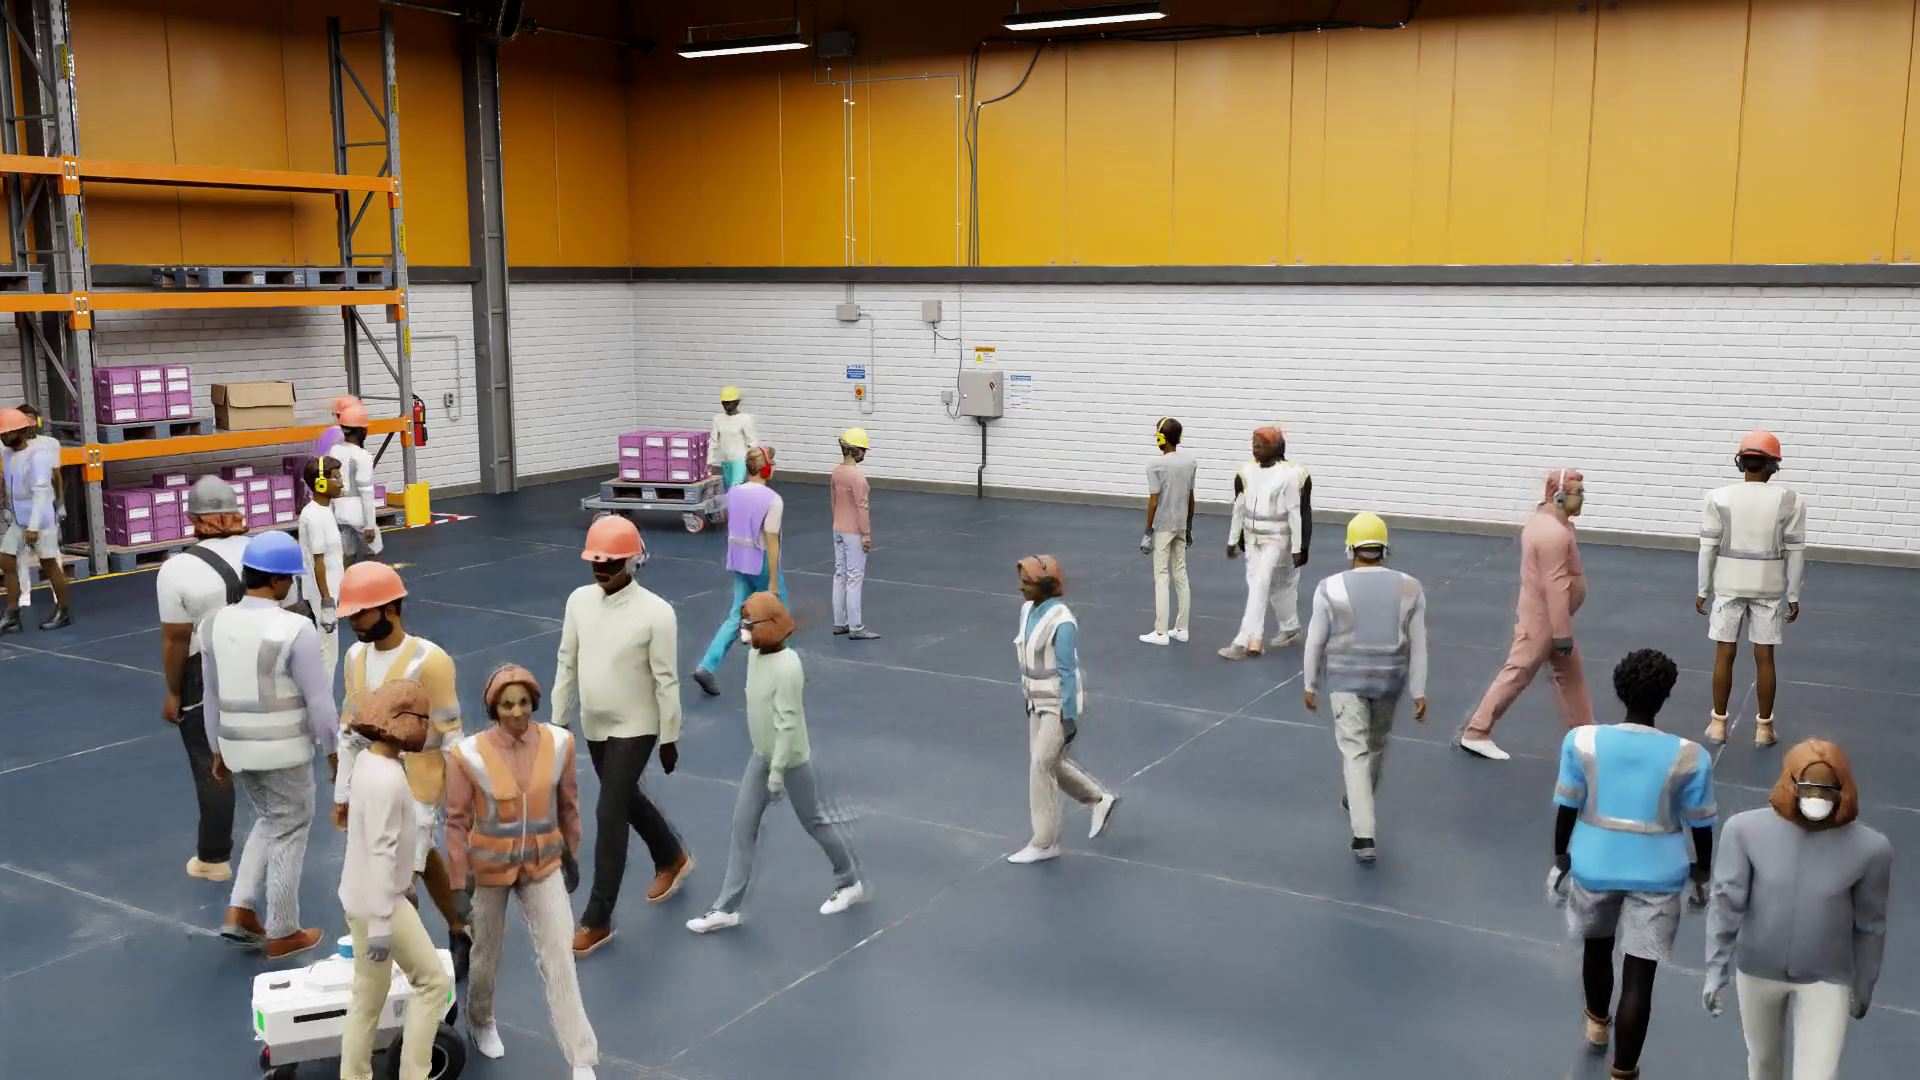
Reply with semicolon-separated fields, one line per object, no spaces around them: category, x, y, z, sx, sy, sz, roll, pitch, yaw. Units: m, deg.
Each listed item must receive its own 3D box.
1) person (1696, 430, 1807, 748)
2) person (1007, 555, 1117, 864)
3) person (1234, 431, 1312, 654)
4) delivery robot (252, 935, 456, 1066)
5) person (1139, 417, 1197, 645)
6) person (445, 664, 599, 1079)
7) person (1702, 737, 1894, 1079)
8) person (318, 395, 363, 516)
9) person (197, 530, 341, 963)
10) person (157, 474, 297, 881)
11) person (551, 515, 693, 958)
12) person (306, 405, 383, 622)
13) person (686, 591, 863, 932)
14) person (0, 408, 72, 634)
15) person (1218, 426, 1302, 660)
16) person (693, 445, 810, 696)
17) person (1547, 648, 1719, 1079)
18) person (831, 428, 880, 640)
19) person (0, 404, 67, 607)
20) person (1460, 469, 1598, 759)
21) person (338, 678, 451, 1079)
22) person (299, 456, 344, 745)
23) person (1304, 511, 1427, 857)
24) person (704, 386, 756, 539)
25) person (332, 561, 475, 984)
person;5.066;0.312;10.692;0.612;2.033;0.399;4;10;24
person;0.533;0.856;8.621;0.602;1.610;0.538;-4;10;-21
person;2.511;0.010;13.389;0.624;1.789;0.948;2;9;11
delivery robot;-2.260;1.720;6.217;0.707;0.478;0.477;-3;10;-21
person;1.703;-0.075;13.625;0.510;1.871;0.328;-6;11;-33
person;-1.650;1.251;6.220;0.529;1.589;0.850;-5;10;-30
person;2.623;1.407;5.247;0.507;1.585;0.875;5;10;29
person;-5.893;-0.429;15.753;0.601;1.889;0.558;-6;11;-35
person;-3.015;0.914;7.316;0.608;1.918;0.436;4;10;25
person;-3.728;0.674;8.416;0.536;2.000;0.688;7;12;38
person;-1.554;0.835;7.698;0.620;1.959;0.992;6;11;33
person;-5.253;-0.201;14.280;0.552;1.913;0.776;5;10;29
person;-0.827;1.013;7.730;0.865;1.587;0.502;-6;11;-35
person;-7.884;-0.146;13.952;0.570;1.900;0.808;5;10;27
person;2.434;0.005;13.263;0.994;1.834;0.598;-6;11;-35
person;-1.514;0.221;11.982;0.574;1.812;0.915;8;12;42
person;2.513;1.216;6.196;0.559;1.659;0.810;5;10;30
person;-0.885;-0.053;13.833;0.320;1.762;0.522;-6;11;-32
person;-8.460;-0.320;15.202;0.509;1.860;0.318;-5;10;-28
person;3.626;0.476;10.275;1.033;1.852;0.640;3;9;16
person;-1.980;1.292;5.881;0.559;1.602;0.569;-5;10;-26
person;-4.077;0.387;10.748;0.317;1.867;0.531;-3;10;-20
person;2.142;0.742;8.804;0.617;1.787;0.942;0;9;-3
person;-2.658;-0.885;19.072;0.535;1.738;0.735;5;10;28
person;-2.333;1.019;6.776;0.564;1.872;1.026;5;11;30
